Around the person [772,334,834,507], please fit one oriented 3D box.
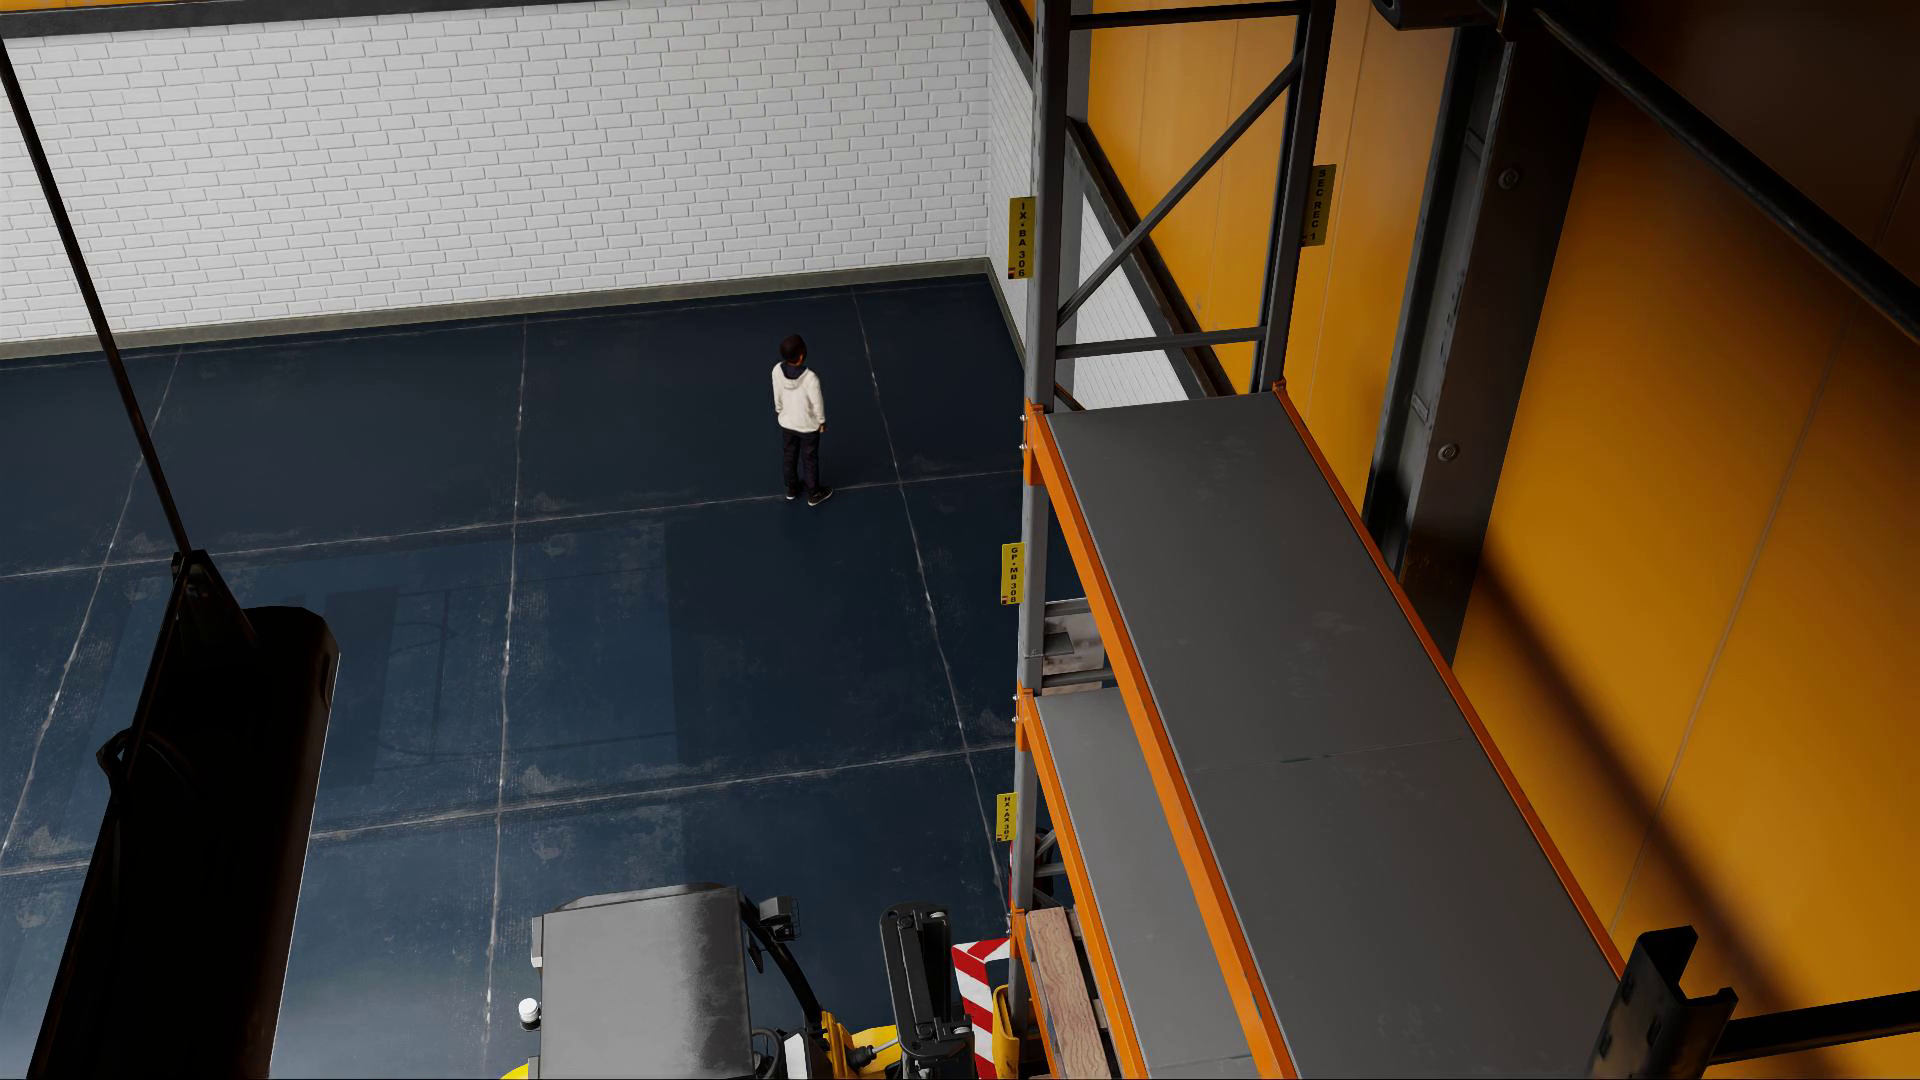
[{"bbox_3d":[-1.220,-0.908,12.609,0.662,1.455,0.698,18,42,21],"label":"person"}]
